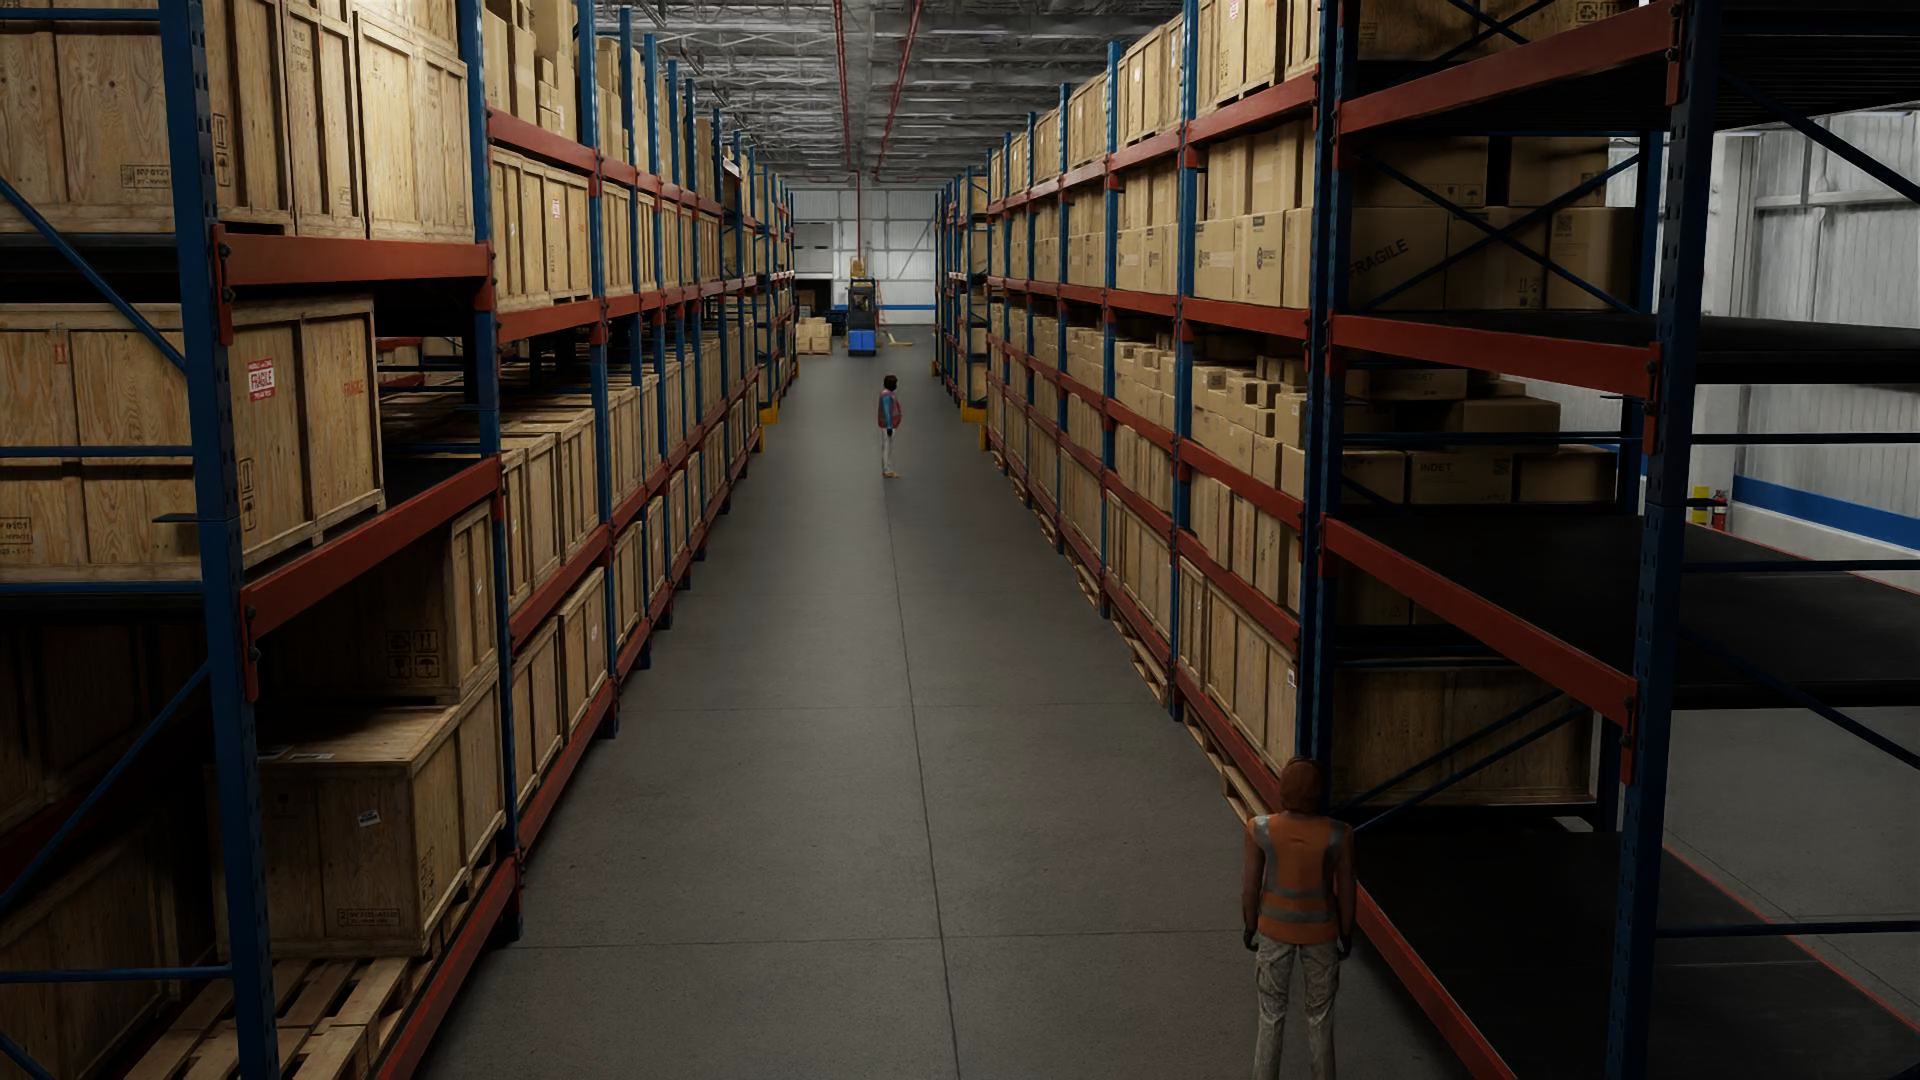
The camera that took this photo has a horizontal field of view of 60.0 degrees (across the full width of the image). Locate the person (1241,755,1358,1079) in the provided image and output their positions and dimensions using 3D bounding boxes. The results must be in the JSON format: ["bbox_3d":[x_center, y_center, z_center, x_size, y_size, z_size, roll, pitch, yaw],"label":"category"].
[{"bbox_3d":[1.529,1.781,7.526,0.517,1.641,0.308,2,10,11],"label":"person"}]

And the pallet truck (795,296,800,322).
[{"bbox_3d":[-8.622,-12.439,91.403,1.885,1.965,0.823,2,10,13],"label":"pallet truck"}]

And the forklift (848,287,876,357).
[{"bbox_3d":[-3.961,-8.802,67.045,1.129,2.768,1.873,-1,10,-4],"label":"forklift"}]

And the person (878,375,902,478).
[{"bbox_3d":[-1.253,-2.025,29.683,0.430,1.838,0.619,0,10,-2],"label":"person"}]
